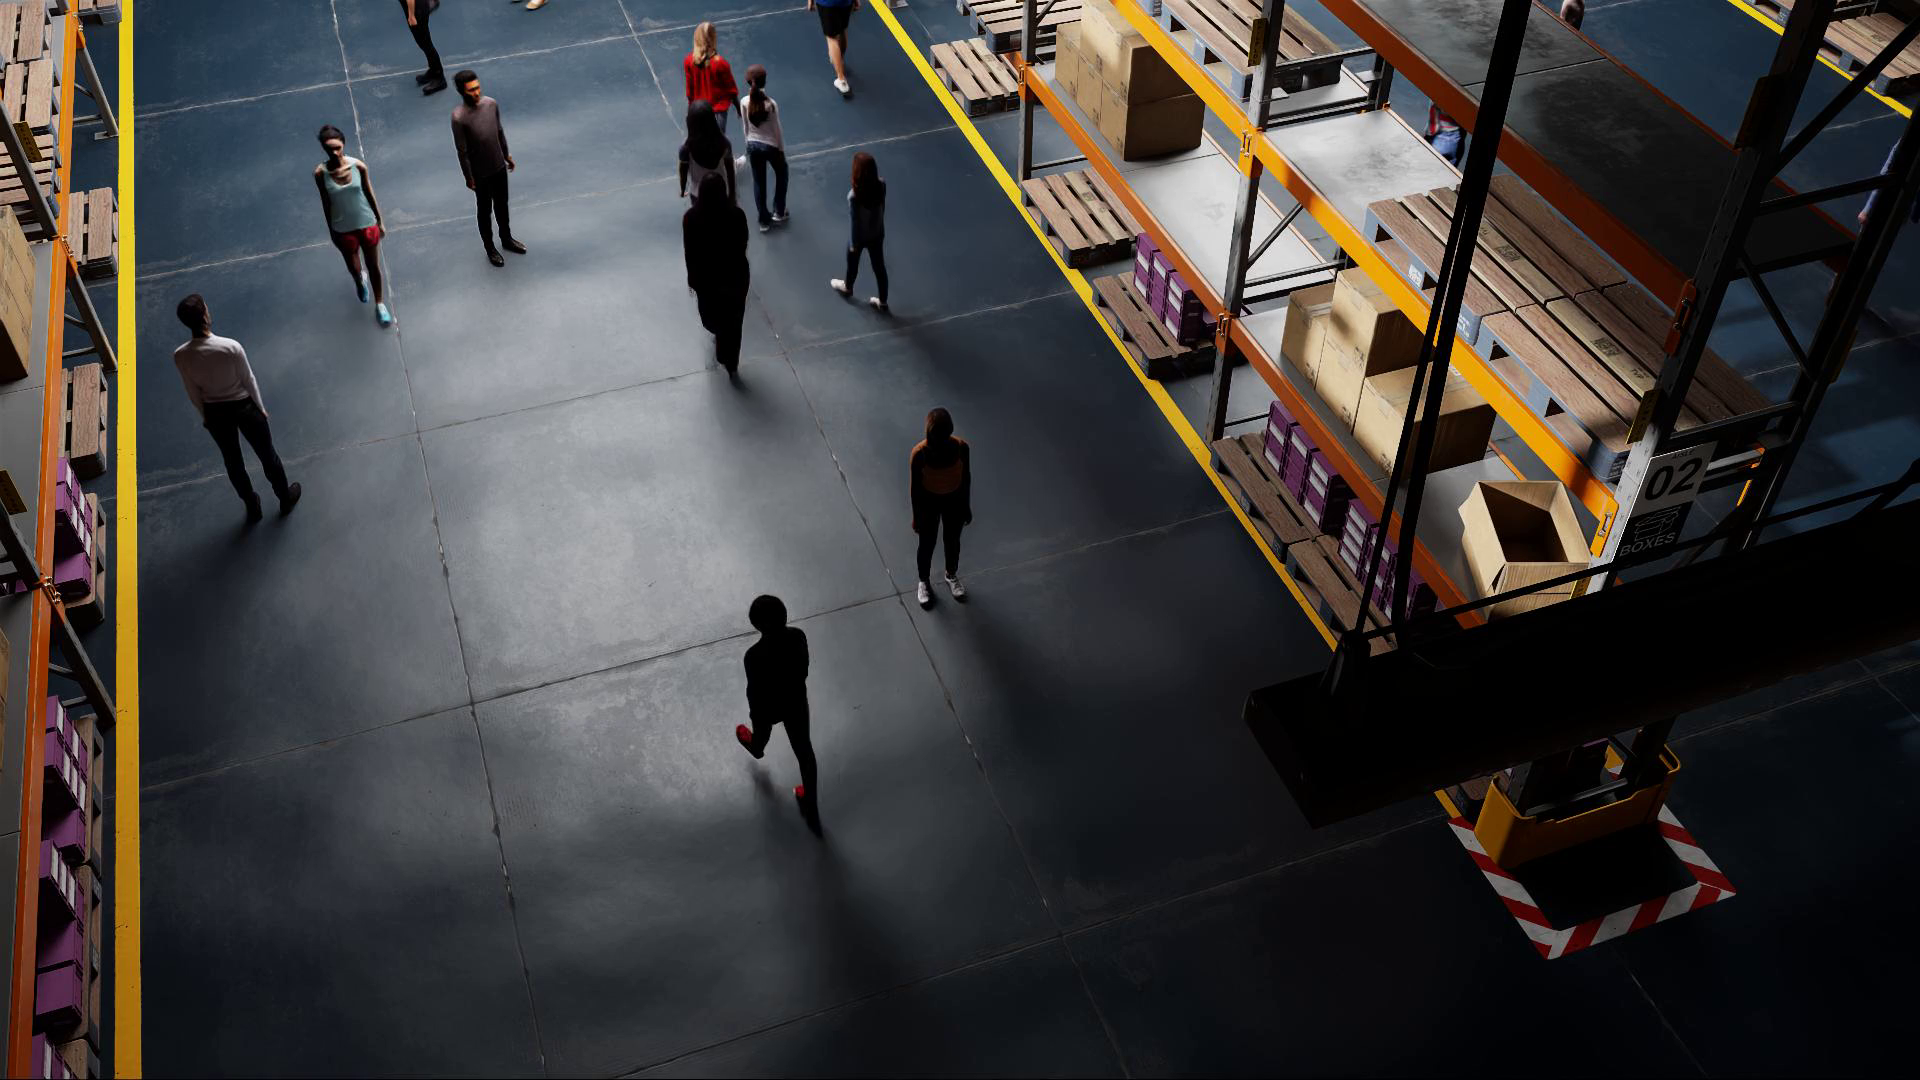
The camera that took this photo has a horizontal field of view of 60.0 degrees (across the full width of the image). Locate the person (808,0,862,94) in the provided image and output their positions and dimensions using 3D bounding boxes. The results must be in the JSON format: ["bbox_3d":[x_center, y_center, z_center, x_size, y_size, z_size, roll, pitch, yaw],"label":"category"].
[{"bbox_3d":[-1.228,-5.337,16.487,0.680,1.844,1.047,-16,46,-16],"label":"person"}]

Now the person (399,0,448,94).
[{"bbox_3d":[-5.439,-5.300,16.564,0.655,1.685,0.487,-18,47,-18],"label":"person"}]

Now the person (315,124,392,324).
[{"bbox_3d":[-4.994,-2.619,13.698,0.629,1.755,0.765,-19,47,-19],"label":"person"}]

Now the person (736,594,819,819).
[{"bbox_3d":[-1.027,1.034,9.953,0.783,1.634,1.119,-25,49,-24],"label":"person"}]

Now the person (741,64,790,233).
[{"bbox_3d":[-1.756,-3.419,14.691,0.680,1.544,0.734,9,44,10],"label":"person"}]

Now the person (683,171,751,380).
[{"bbox_3d":[-1.882,-2.031,13.102,0.844,1.726,1.105,-2,44,-3],"label":"person"}]

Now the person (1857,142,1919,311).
[{"bbox_3d":[7.641,-2.769,13.770,0.666,1.874,0.617,-13,45,-14],"label":"person"}]

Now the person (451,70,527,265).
[{"bbox_3d":[-4.083,-3.233,14.335,0.721,1.766,0.706,-31,52,-29],"label":"person"}]

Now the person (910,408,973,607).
[{"bbox_3d":[-0.132,-0.241,11.295,0.589,1.628,0.528,-10,45,-11],"label":"person"}]

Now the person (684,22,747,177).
[{"bbox_3d":[-2.261,-3.775,14.986,1.145,1.653,1.183,19,47,19],"label":"person"}]

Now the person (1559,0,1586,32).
[{"bbox_3d":[6.080,-5.094,16.703,0.530,1.194,0.532,-25,49,-24],"label":"person"}]

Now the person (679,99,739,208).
[{"bbox_3d":[-2.080,-2.854,14.004,0.692,1.674,1.040,-21,47,-20],"label":"person"}]

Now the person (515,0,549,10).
[{"bbox_3d":[-4.730,-6.684,17.865,0.659,1.895,0.784,32,52,29],"label":"person"}]

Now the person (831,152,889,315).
[{"bbox_3d":[-0.722,-2.511,13.801,0.758,1.457,0.922,-32,52,-29],"label":"person"}]

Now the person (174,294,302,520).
[{"bbox_3d":[-5.184,-0.919,11.831,0.641,1.870,0.617,-9,44,-9],"label":"person"}]
